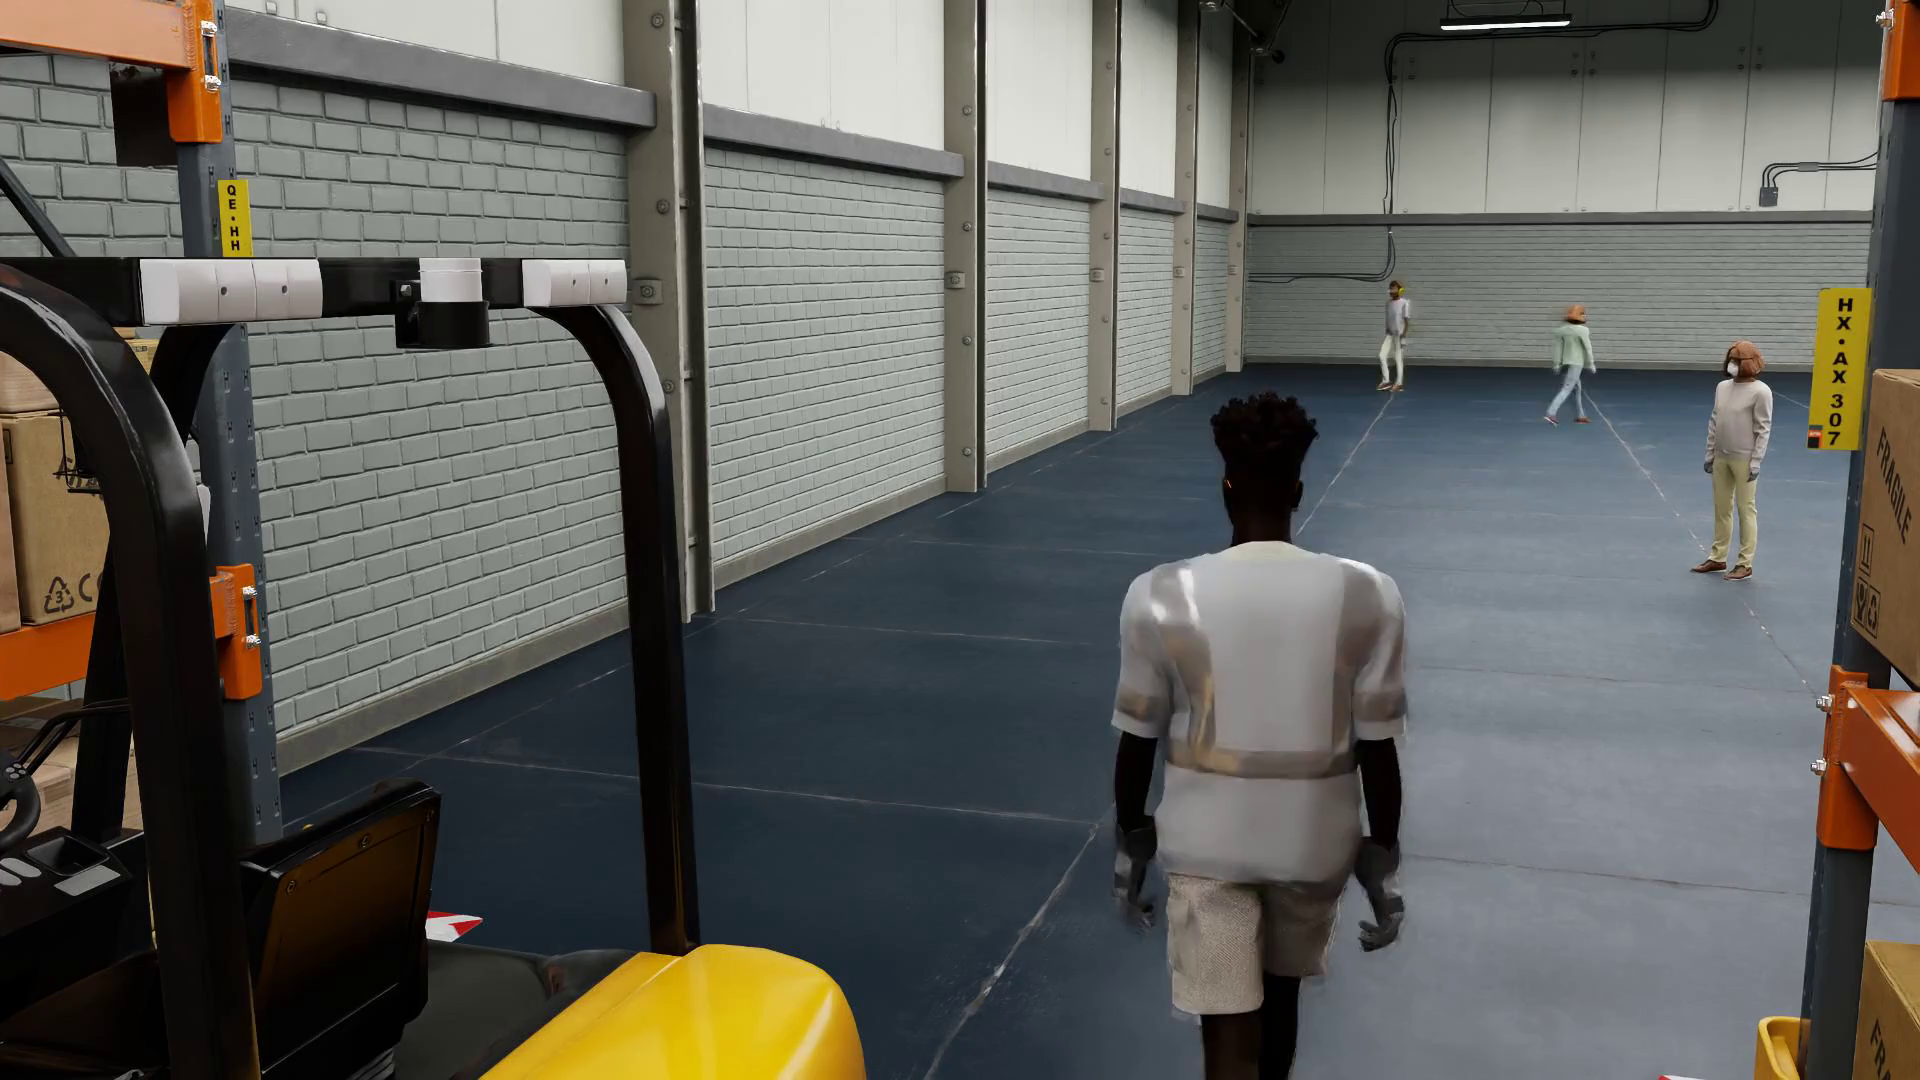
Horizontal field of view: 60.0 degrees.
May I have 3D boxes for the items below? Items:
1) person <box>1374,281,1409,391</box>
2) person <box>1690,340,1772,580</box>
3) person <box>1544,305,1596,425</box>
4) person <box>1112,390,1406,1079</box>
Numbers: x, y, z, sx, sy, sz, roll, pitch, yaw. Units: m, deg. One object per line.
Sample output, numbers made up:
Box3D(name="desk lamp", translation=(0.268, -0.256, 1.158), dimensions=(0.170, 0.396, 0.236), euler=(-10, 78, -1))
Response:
Box3D(name="person", translation=(7.199, -3.373, 27.616), dimensions=(0.648, 1.836, 0.532), euler=(-7, 12, -37))
Box3D(name="person", translation=(5.314, -0.548, 11.408), dimensions=(0.287, 1.635, 0.499), euler=(-3, 10, -18))
Box3D(name="person", translation=(8.111, -2.318, 22.096), dimensions=(0.852, 1.599, 0.495), euler=(-3, 10, -16))
Box3D(name="person", translation=(0.631, 0.642, 3.518), dimensions=(0.605, 1.911, 1.033), euler=(0, 10, -1))
